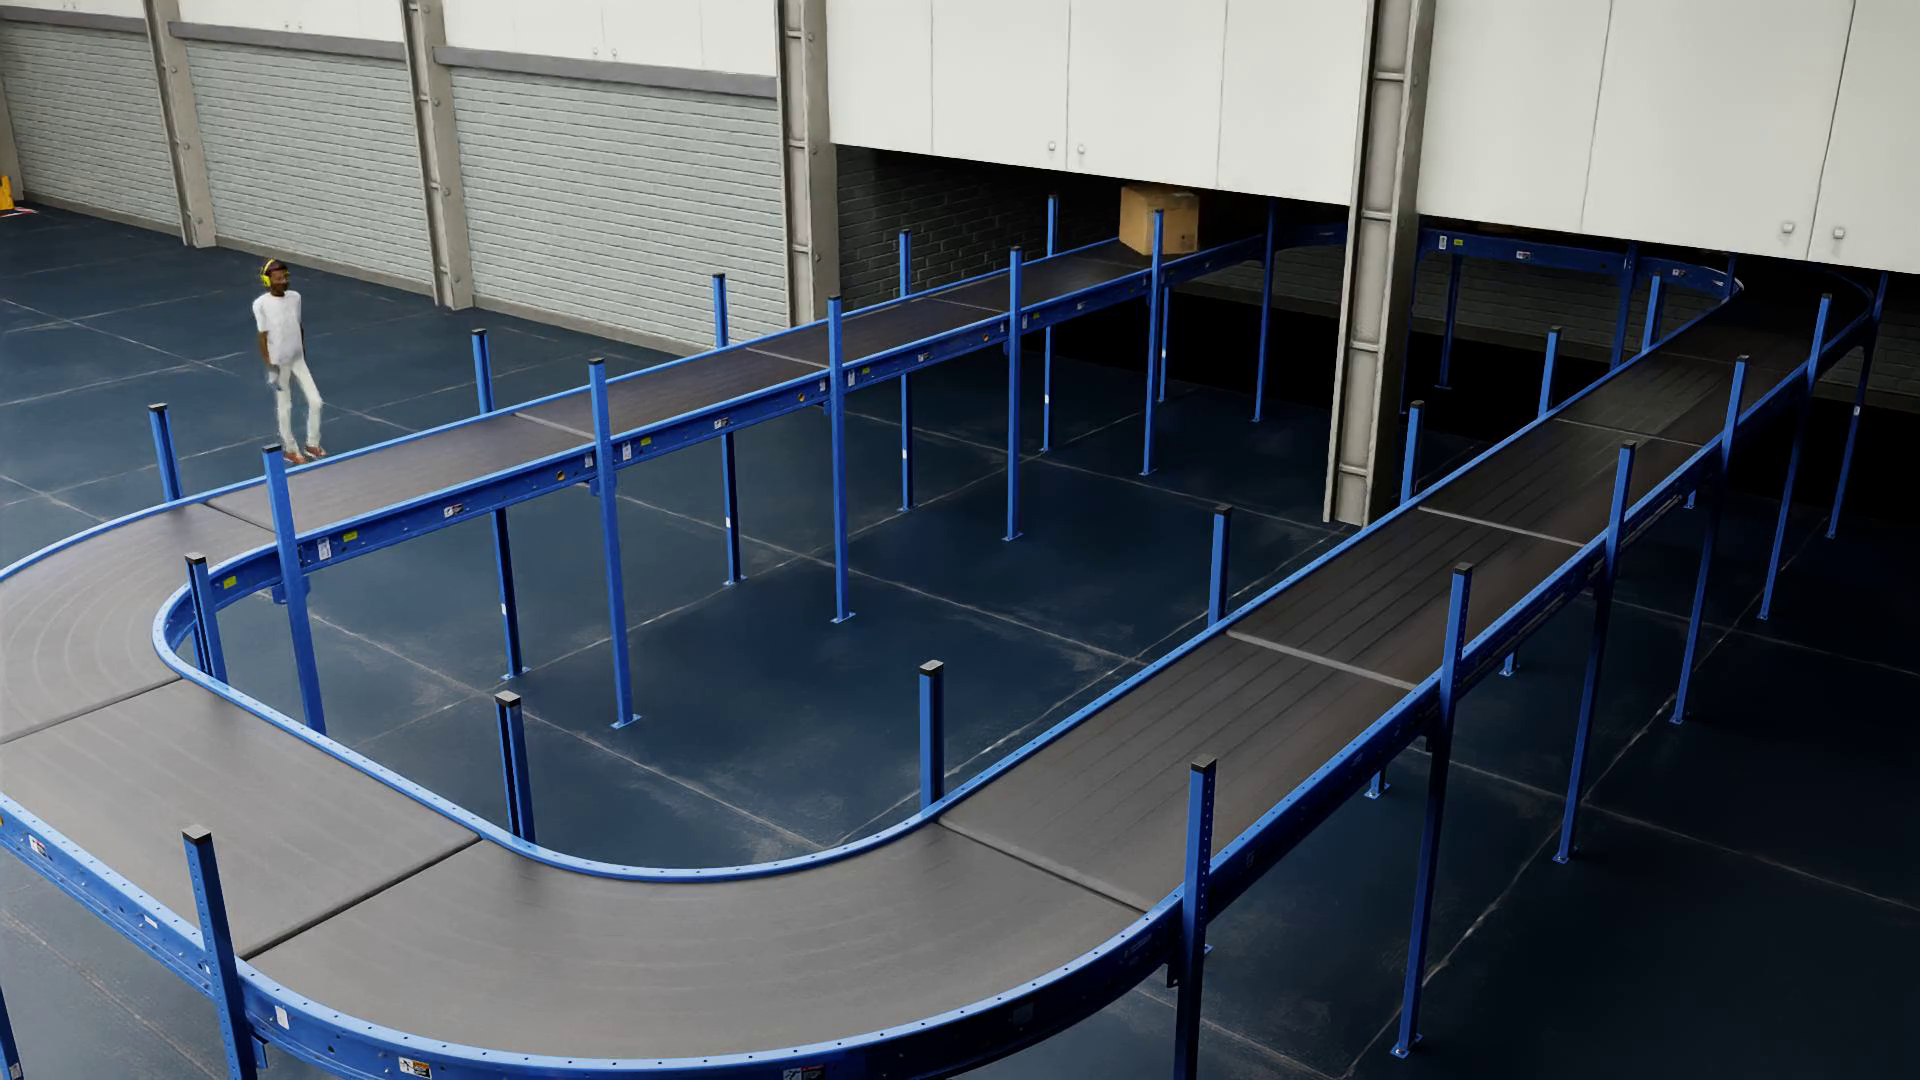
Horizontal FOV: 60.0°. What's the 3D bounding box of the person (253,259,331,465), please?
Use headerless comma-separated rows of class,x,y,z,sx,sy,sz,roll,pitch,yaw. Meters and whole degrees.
person,-5.863,-1.531,14.558,0.589,1.851,0.520,15,26,34
